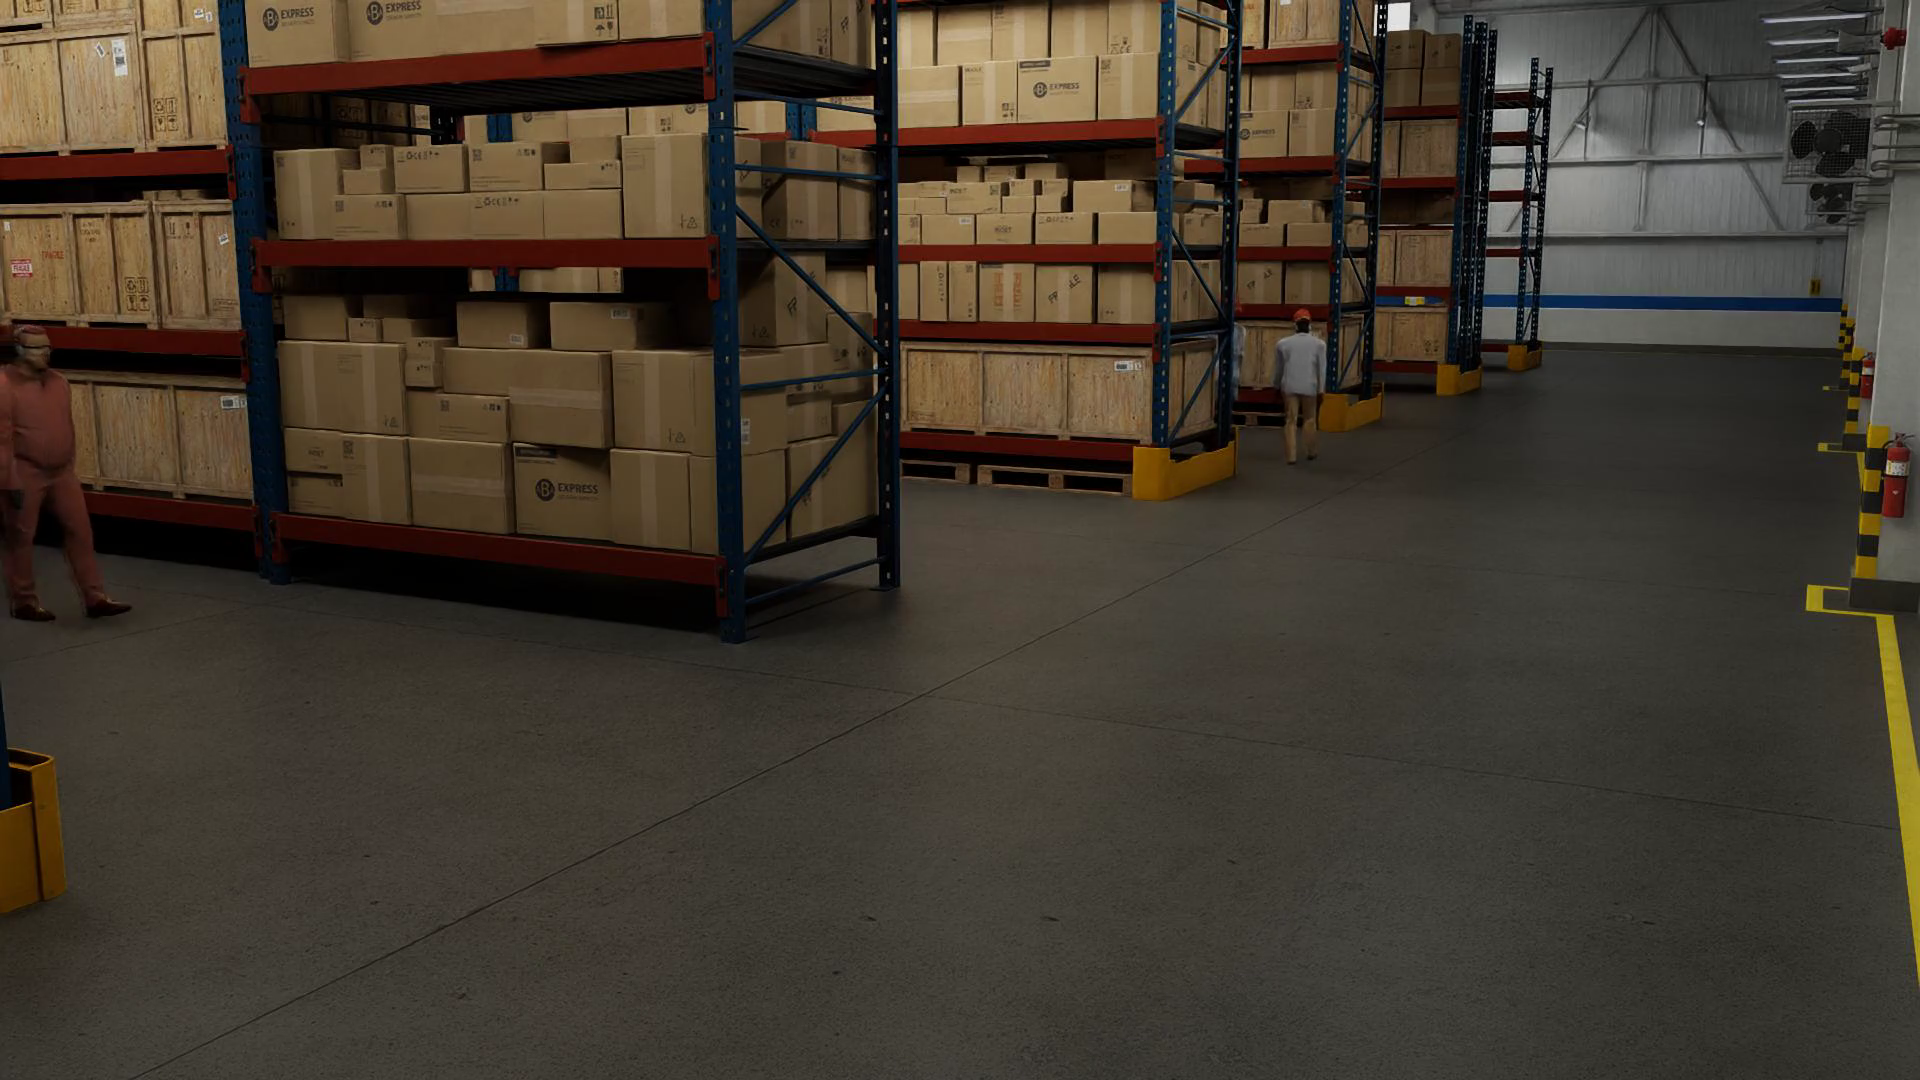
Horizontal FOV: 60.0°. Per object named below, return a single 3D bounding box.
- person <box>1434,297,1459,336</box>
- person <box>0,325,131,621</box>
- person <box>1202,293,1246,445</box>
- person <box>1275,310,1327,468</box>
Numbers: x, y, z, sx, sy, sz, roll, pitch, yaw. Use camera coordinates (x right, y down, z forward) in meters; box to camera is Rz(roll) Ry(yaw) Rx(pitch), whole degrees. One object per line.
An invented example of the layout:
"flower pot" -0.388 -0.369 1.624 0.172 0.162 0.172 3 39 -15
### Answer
"person" 9.497 -4.085 32.594 0.528 1.589 0.865 -1 10 -3
"person" -5.679 -0.396 10.428 0.862 1.873 0.680 3 10 19
"person" 3.006 -1.906 19.165 0.540 1.897 0.841 -1 10 -4
"person" 3.742 -1.669 18.323 0.557 1.696 0.852 2 10 13
